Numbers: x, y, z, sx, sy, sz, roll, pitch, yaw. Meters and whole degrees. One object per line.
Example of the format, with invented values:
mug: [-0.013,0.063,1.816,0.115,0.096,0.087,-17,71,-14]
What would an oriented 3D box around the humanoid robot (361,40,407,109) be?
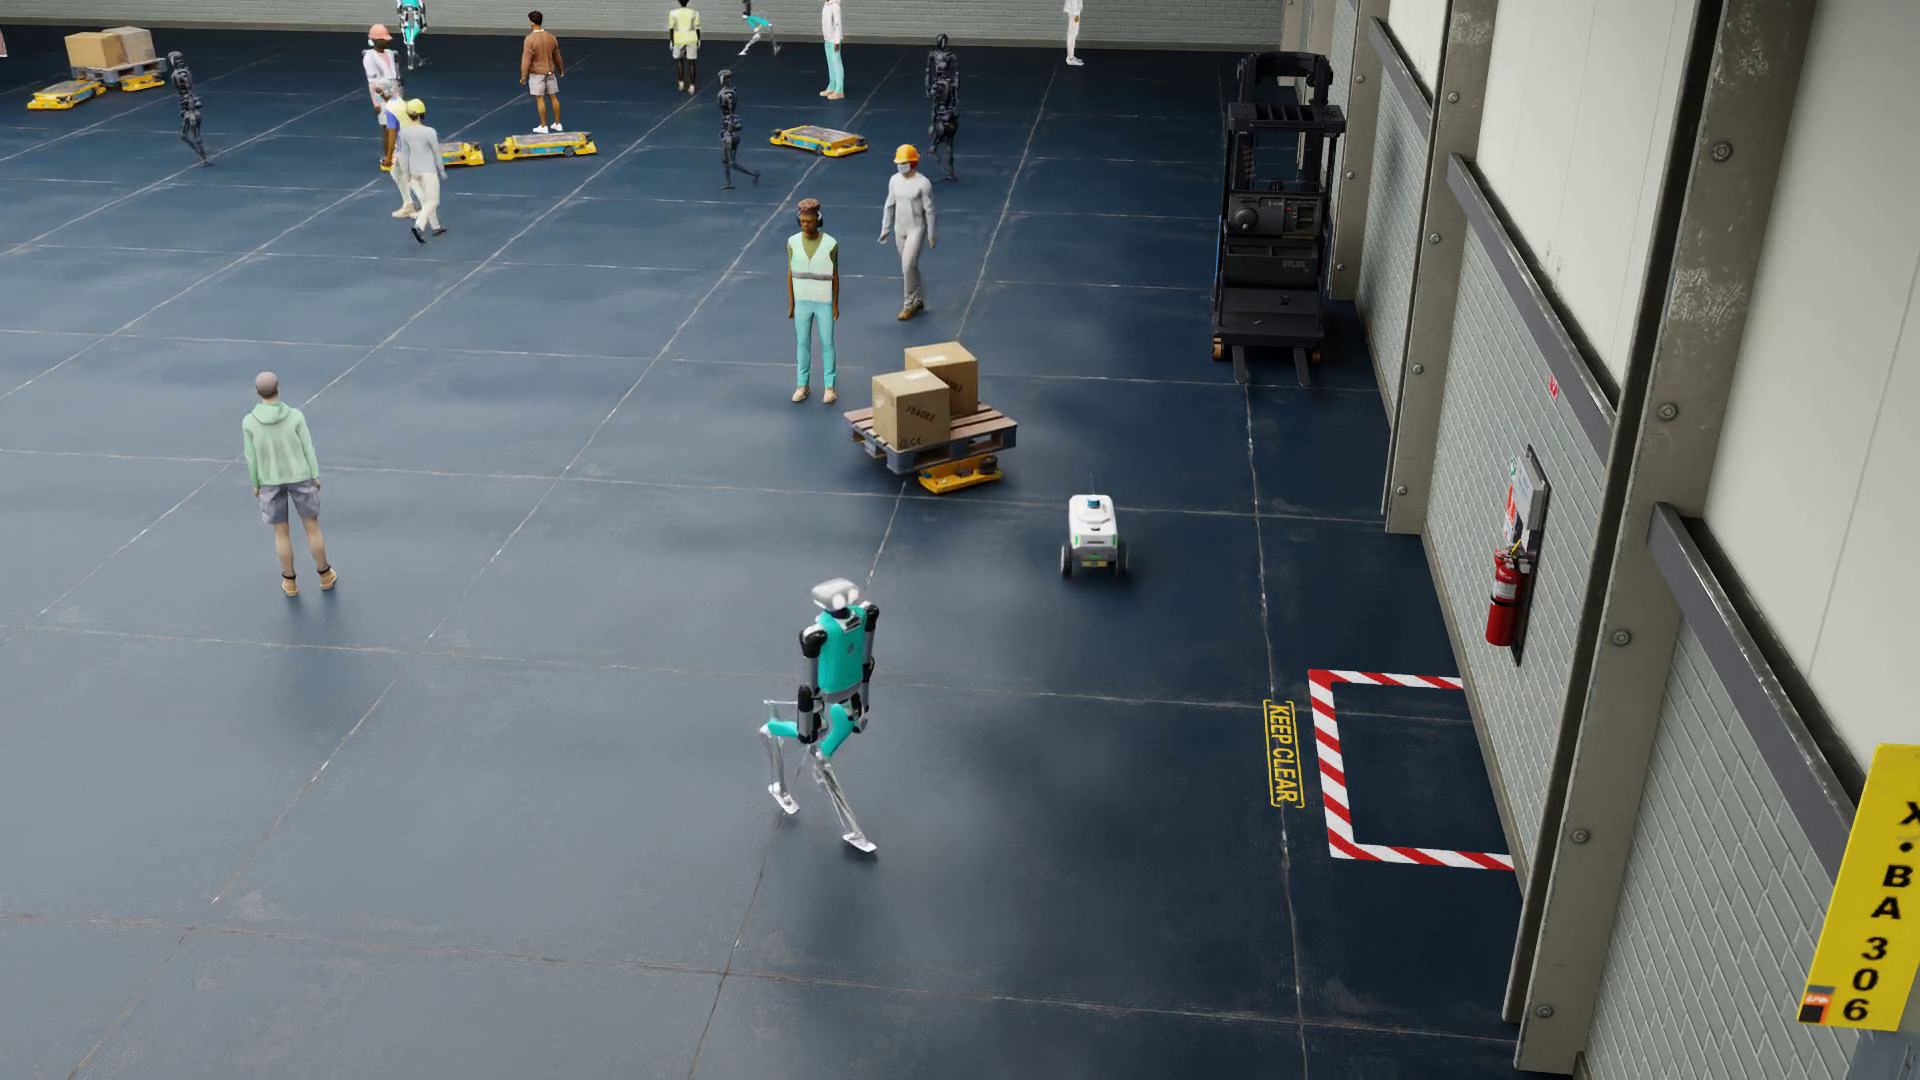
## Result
humanoid robot: [-8.452,-6.628,24.714,0.538,1.737,0.815,0,27,-1]

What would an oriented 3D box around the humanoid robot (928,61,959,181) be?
humanoid robot: [-0.209,-5.851,23.236,0.346,1.647,0.584,16,31,29]

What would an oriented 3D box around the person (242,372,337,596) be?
person: [-4.989,-0.410,12.311,0.471,1.742,0.328,-9,28,-18]

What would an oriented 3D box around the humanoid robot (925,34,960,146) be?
humanoid robot: [-0.263,-6.816,25.168,0.616,1.654,0.368,13,29,24]

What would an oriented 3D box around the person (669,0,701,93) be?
person: [-4.749,-8.611,28.746,0.563,1.671,0.723,-7,27,-13]

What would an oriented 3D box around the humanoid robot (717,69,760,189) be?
humanoid robot: [-3.092,-5.641,22.840,0.565,1.634,0.598,-9,28,-17]

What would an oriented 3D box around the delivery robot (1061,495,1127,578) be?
delivery robot: [1.032,-0.050,12.921,0.499,0.596,0.775,0,27,1]

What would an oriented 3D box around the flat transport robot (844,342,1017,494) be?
flat transport robot: [-0.284,-0.800,14.736,0.659,0.231,1.431,-15,30,-27]

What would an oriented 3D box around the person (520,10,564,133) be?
person: [-6.498,-7.310,25.967,0.392,1.848,0.778,23,35,38]

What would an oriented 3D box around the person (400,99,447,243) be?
person: [-6.680,-4.573,20.616,0.523,1.738,0.727,11,28,20]

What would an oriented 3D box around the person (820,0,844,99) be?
person: [-2.169,-8.472,28.221,0.372,1.913,0.489,-13,29,-24]

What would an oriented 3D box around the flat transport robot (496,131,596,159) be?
flat transport robot: [-6.217,-5.909,24.935,1.431,0.231,0.659,-7,28,-14]

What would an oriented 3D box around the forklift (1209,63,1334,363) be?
forklift: [3.241,-3.477,17.183,1.129,2.768,1.873,3,27,6]

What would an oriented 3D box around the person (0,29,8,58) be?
person: [-18.397,-10.002,31.282,0.404,1.903,0.645,3,27,7]

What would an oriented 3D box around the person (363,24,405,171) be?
person: [-8.176,-6.321,23.784,0.383,2.041,0.612,7,28,14]

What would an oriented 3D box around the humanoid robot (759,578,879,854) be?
humanoid robot: [-0.877,0.952,9.648,1.028,1.761,0.540,23,34,38]

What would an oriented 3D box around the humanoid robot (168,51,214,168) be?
humanoid robot: [-11.090,-6.188,23.923,0.333,1.648,0.593,-19,33,-34]

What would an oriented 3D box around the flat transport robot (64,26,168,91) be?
flat transport robot: [-14.829,-8.121,29.350,1.431,0.231,0.659,12,29,23]

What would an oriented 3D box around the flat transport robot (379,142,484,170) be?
flat transport robot: [-7.736,-5.612,24.341,1.431,0.231,0.659,-8,28,-16]

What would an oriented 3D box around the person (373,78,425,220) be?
person: [-7.174,-5.001,21.350,0.624,1.854,0.567,-5,27,-9]

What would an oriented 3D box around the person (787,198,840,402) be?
person: [-1.380,-2.270,15.764,0.488,1.977,0.383,3,27,5]

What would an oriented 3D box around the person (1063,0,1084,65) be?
person: [2.124,-9.817,30.945,0.401,1.876,0.497,0,27,0]

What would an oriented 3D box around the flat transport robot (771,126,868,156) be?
flat transport robot: [-2.144,-6.061,25.238,1.431,0.231,0.659,21,33,35]

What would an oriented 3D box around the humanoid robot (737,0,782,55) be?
humanoid robot: [-3.812,-10.121,31.753,1.012,1.782,0.530,-1,27,-3]

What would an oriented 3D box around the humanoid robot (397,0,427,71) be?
humanoid robot: [-10.031,-9.350,30.224,0.530,1.746,1.049,2,27,5]

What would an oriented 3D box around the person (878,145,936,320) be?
person: [-0.609,-3.321,17.978,0.586,1.867,0.727,18,32,32]

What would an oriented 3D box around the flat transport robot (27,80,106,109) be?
flat transport robot: [-15.165,-7.562,28.236,0.659,0.231,1.431,0,27,0]
